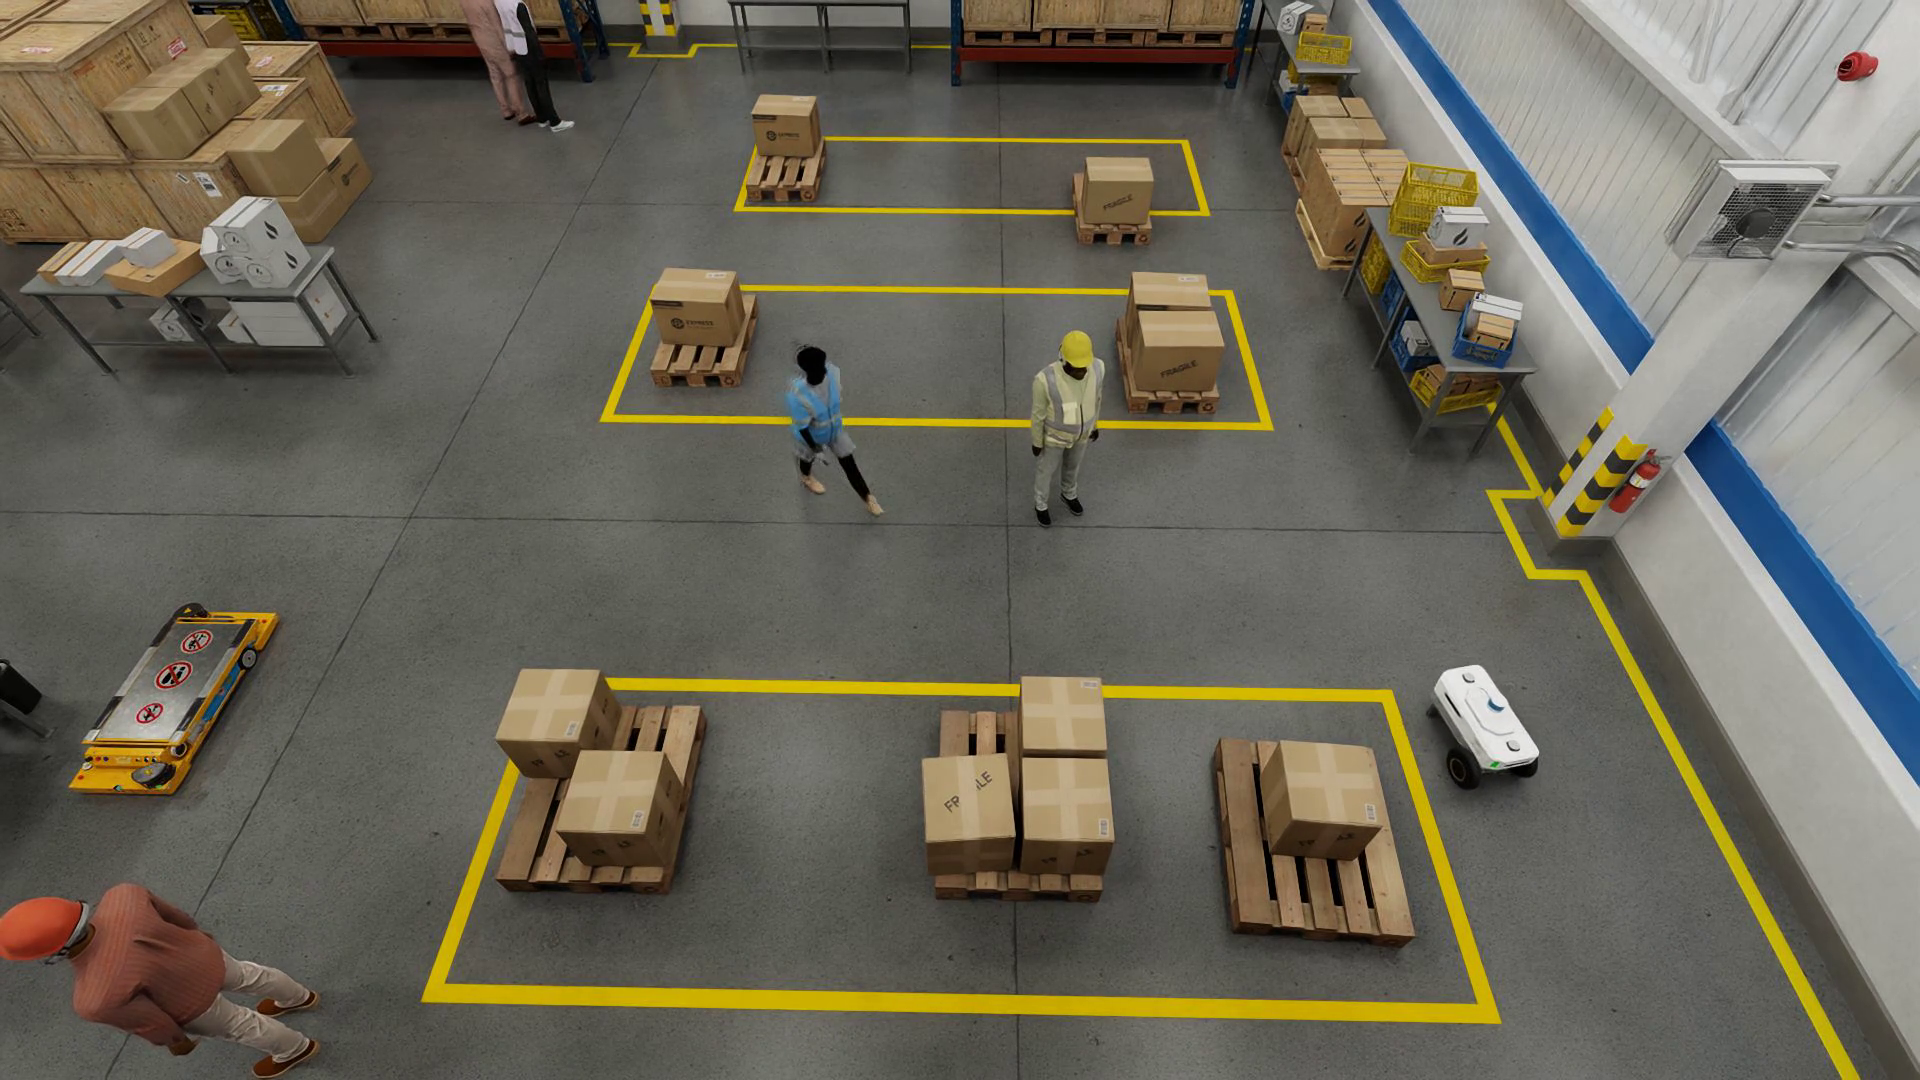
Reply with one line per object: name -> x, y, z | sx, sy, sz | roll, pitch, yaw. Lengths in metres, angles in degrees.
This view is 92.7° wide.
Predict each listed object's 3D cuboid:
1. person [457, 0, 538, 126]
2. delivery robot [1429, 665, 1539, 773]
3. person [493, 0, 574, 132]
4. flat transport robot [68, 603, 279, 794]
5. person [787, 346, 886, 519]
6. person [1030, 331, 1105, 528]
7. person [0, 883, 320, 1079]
person -> -5.876, -6.271, 11.601 | 0.650, 1.898, 0.397 | 29, 56, 22
delivery robot -> 3.483, 1.189, 6.099 | 0.477, 0.478, 0.707 | -9, 50, -7
person -> -5.412, -6.120, 11.456 | 0.587, 1.920, 0.392 | 30, 56, 23
flat transport robot -> -5.504, 1.072, 6.442 | 0.652, 0.197, 1.431 | 1, 50, 1
person -> -1.024, -0.812, 7.141 | 0.540, 1.632, 0.946 | -36, 59, -27
person -> 0.820, -0.841, 7.044 | 0.599, 1.832, 0.404 | -19, 52, -16
person -> -3.753, 2.141, 4.417 | 0.377, 1.995, 0.612 | -17, 52, -14
